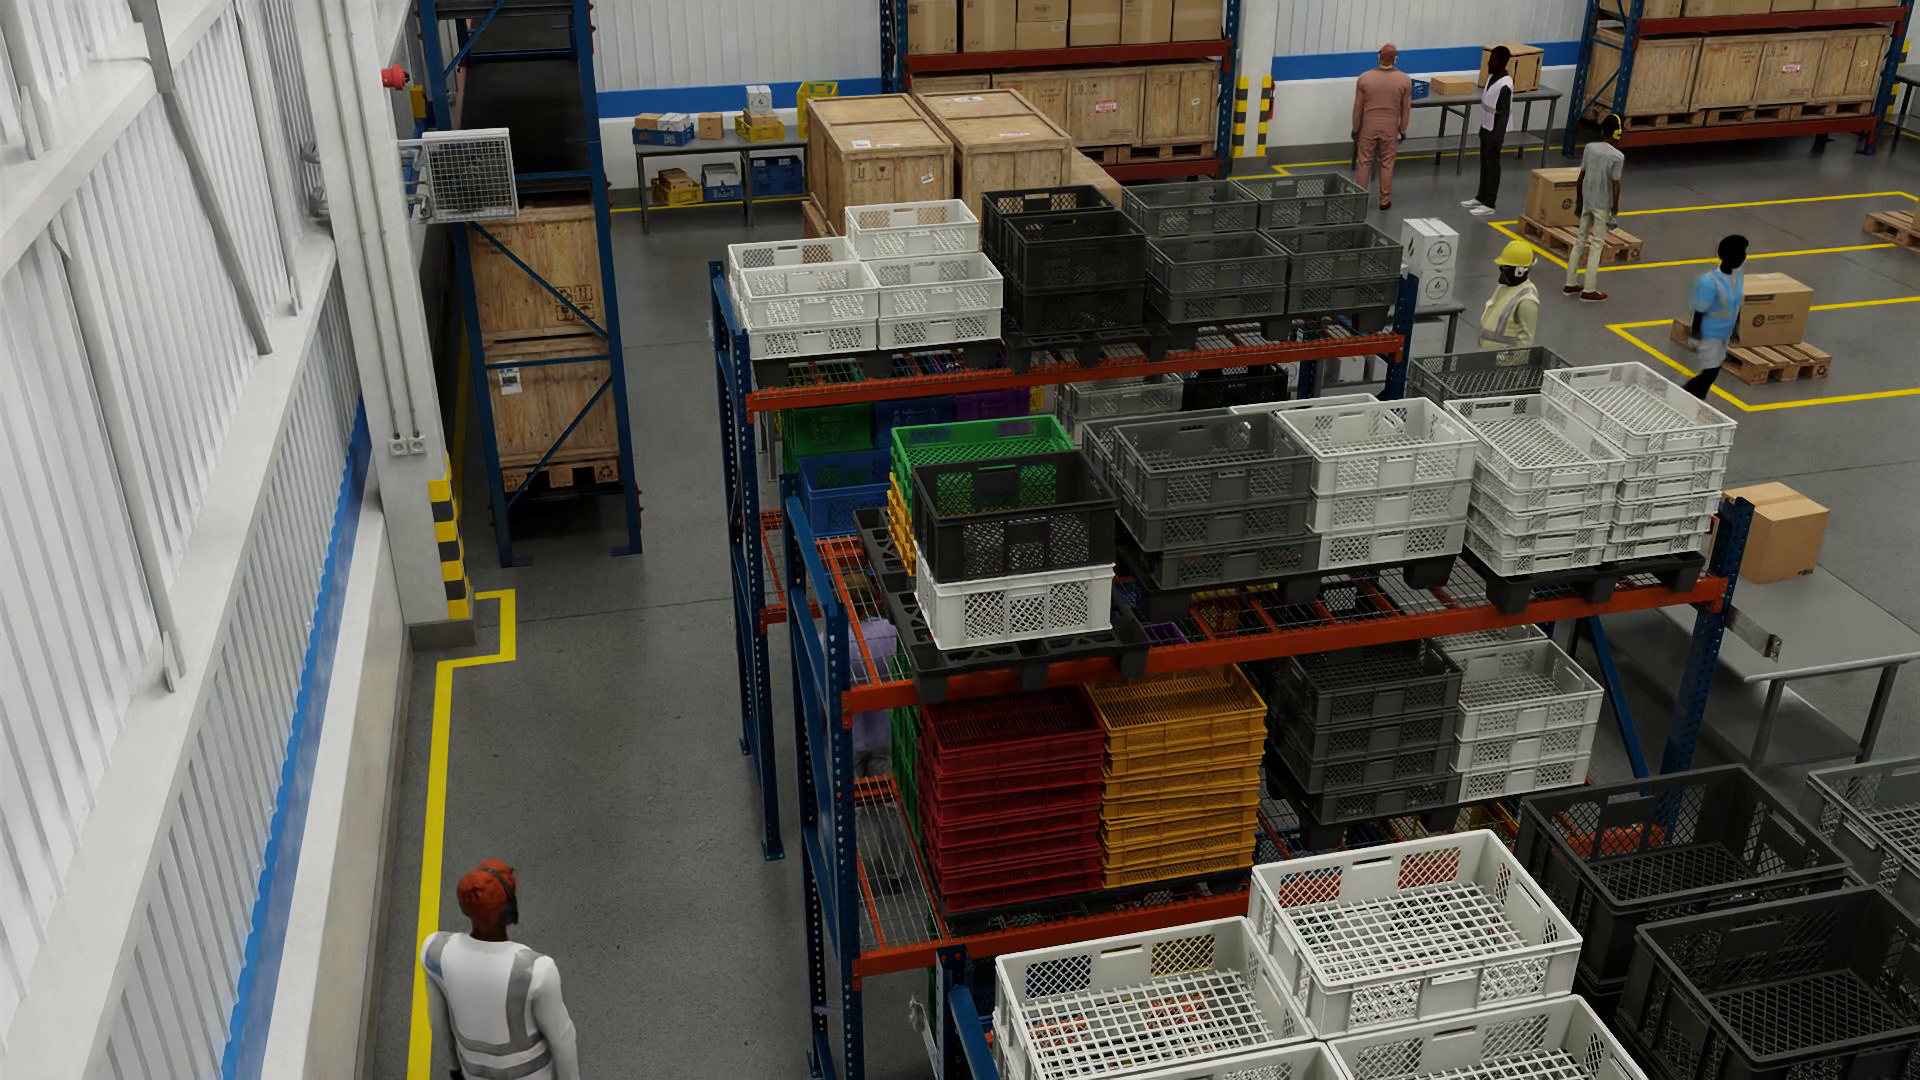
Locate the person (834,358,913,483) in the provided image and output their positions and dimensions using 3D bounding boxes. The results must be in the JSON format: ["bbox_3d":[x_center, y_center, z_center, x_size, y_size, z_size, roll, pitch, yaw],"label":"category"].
[{"bbox_3d":[-0.590,-0.479,11.298,0.820,1.810,0.530,21,34,34],"label":"person"}]

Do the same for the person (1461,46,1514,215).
[{"bbox_3d":[6.176,-4.742,19.260,0.398,1.920,0.588,1,28,1],"label":"person"}]

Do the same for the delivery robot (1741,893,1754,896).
[{"bbox_3d":[4.037,1.948,7.917,0.707,0.478,0.477,20,33,32],"label":"delivery robot"}]

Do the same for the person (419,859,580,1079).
[{"bbox_3d":[-1.734,2.038,6.432,0.584,1.883,0.337,7,29,14],"label":"person"}]

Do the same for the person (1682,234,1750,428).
[{"bbox_3d":[6.255,-1.716,13.759,0.529,1.681,0.357,-20,34,-33],"label":"person"}]

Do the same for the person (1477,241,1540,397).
[{"bbox_3d":[4.286,-1.474,13.149,0.404,1.830,0.601,-1,28,-2],"label":"person"}]

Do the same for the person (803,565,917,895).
[{"bbox_3d":[-0.511,0.991,8.360,0.627,1.941,0.371,-11,30,-20],"label":"person"}]

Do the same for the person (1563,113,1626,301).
[{"bbox_3d":[6.377,-3.328,16.628,0.315,1.869,0.534,-14,31,-25],"label":"person"}]

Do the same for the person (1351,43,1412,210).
[{"bbox_3d":[4.897,-4.817,19.414,0.653,1.906,0.408,5,28,10],"label":"person"}]
